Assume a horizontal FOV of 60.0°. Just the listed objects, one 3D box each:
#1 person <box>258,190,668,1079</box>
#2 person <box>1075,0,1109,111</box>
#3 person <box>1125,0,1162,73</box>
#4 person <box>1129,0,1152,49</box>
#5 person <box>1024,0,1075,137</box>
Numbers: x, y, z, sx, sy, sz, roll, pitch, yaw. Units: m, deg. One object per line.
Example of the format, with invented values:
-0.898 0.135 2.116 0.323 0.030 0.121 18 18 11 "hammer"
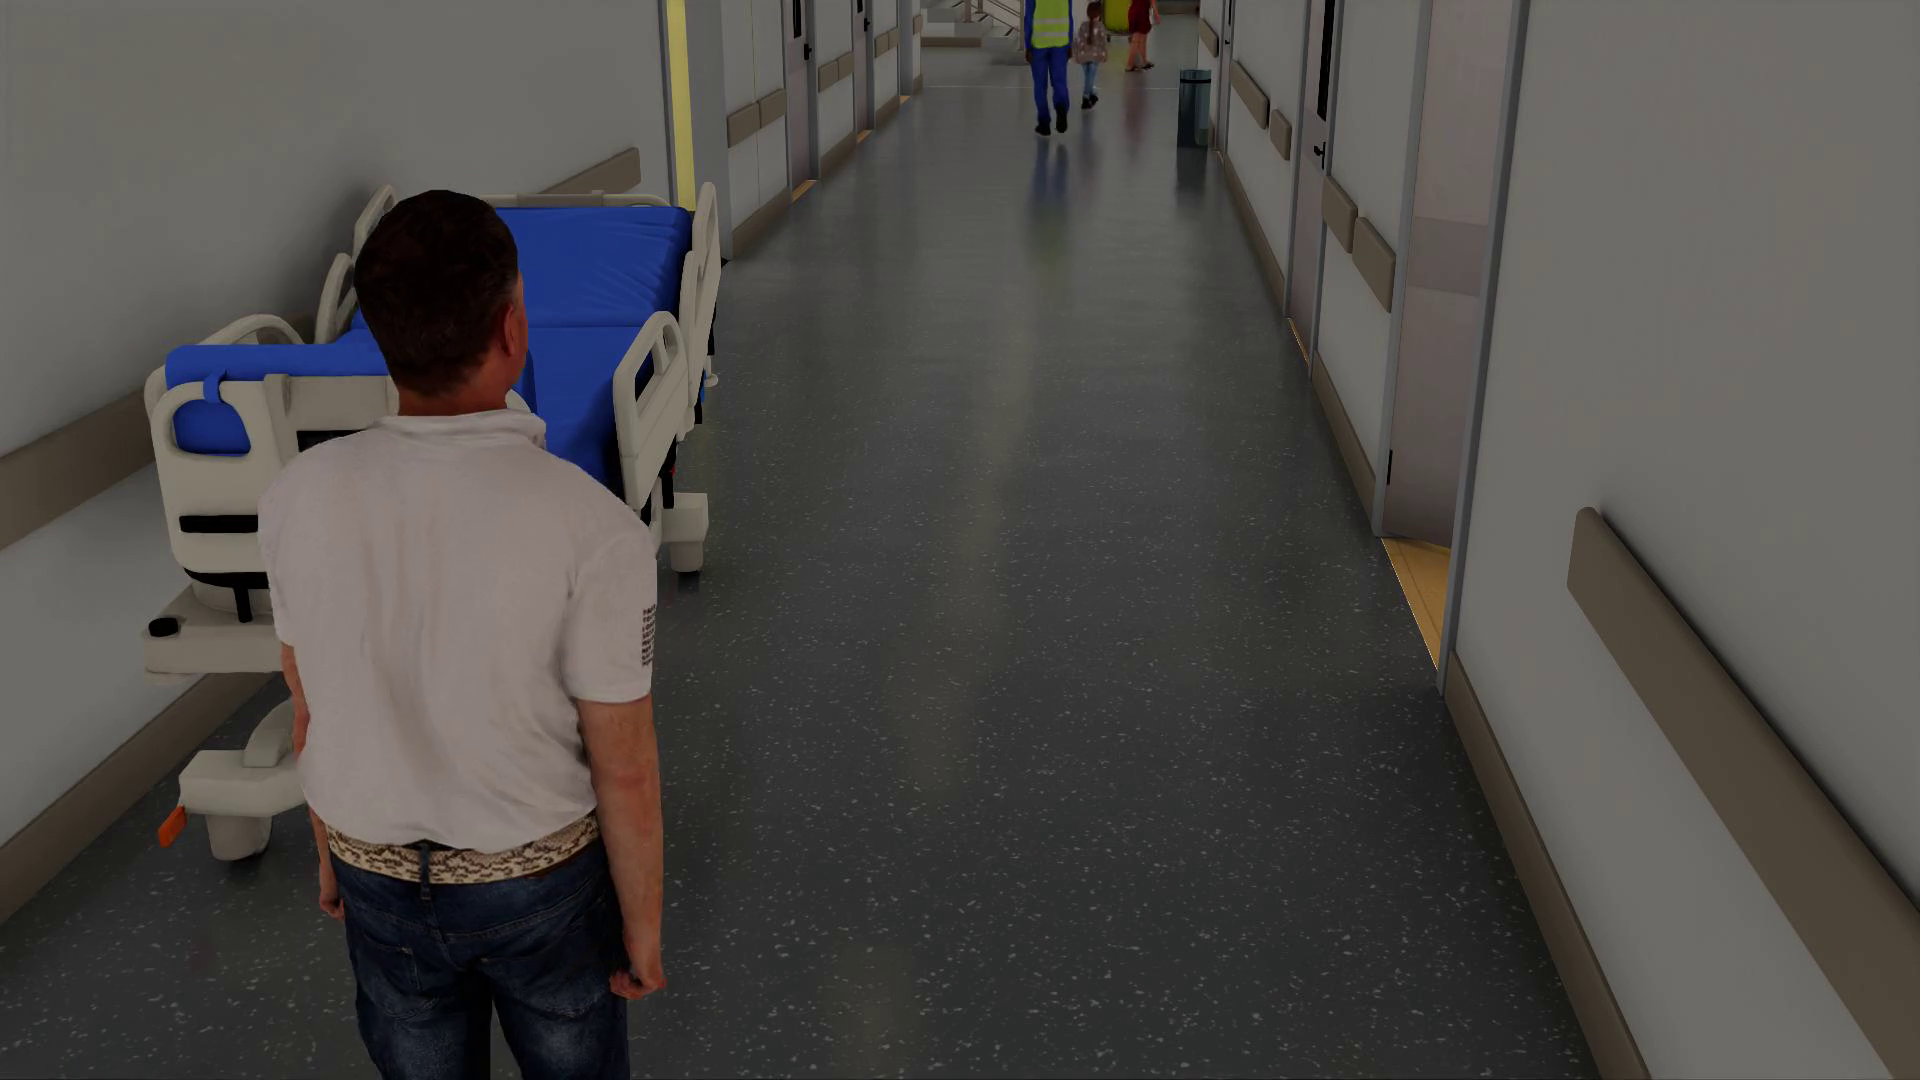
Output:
-0.659 0.509 2.121 0.925 1.837 0.765 4 21 9 "person"
1.460 -5.432 18.762 0.818 1.161 0.733 10 23 24 "person"
2.452 -7.348 23.293 0.931 1.526 0.826 -9 23 -23 "person"
2.937 -8.846 27.030 1.015 1.688 0.758 5 21 14 "person"
0.889 -4.898 16.452 0.948 1.798 0.876 -4 21 -10 "person"
